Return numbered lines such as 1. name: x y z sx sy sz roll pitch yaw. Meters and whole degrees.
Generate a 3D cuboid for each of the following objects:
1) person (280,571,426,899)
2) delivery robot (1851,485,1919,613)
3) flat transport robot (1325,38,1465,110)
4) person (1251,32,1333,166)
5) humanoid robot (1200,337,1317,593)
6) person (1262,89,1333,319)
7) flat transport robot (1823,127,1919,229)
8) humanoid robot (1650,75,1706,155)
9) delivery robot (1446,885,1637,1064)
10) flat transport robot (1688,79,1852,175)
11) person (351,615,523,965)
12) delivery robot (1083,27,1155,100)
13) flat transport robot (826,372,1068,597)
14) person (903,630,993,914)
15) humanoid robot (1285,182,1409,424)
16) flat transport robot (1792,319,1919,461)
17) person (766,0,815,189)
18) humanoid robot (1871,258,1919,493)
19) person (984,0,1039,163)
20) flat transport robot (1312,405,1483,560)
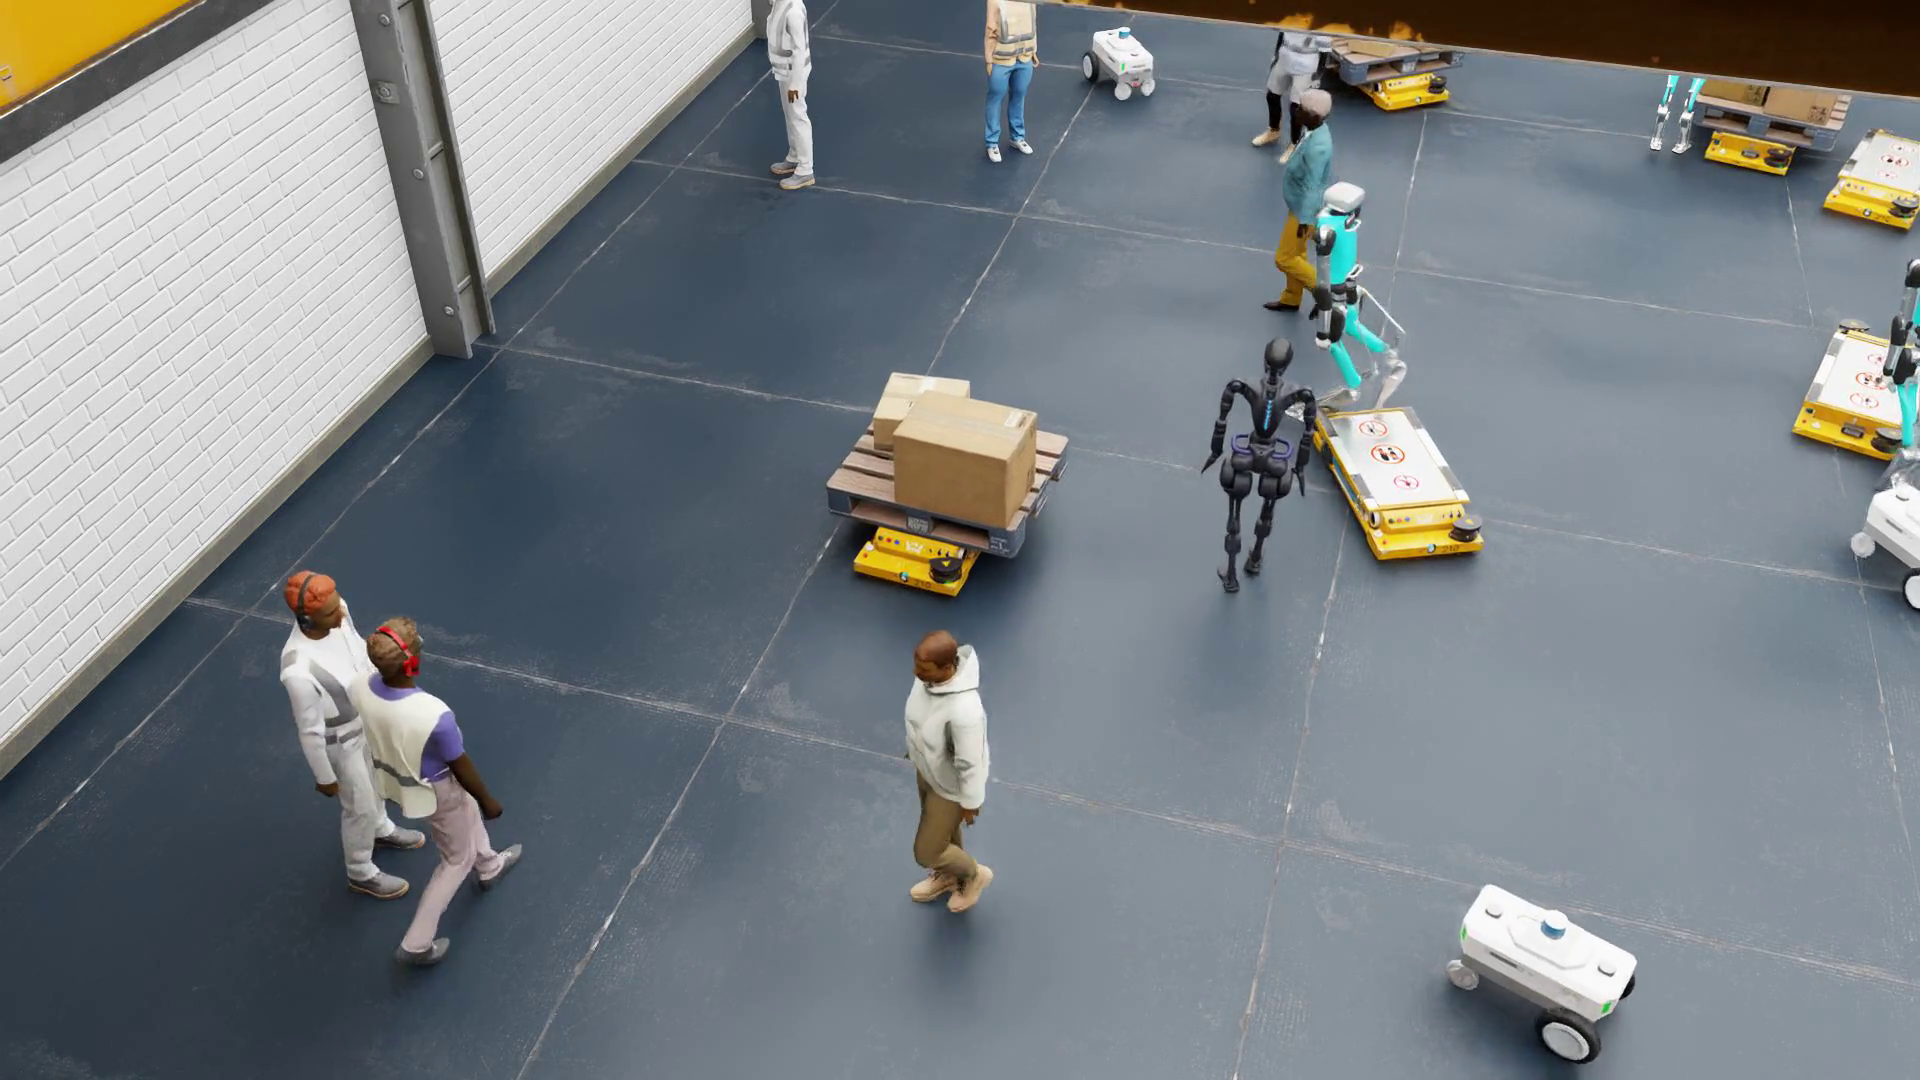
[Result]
1. person: -2.820 0.868 7.649 0.346 1.877 0.620 0 39 0
2. delivery robot: 5.687 0.047 9.733 0.499 0.614 0.790 -14 41 -17
3. flat transport robot: 3.870 -4.398 15.474 0.659 0.231 1.431 -14 41 -16
4. person: 2.792 -3.938 13.788 0.317 1.663 0.642 -27 46 -30
5. humanoid robot: 1.675 -0.446 9.439 0.601 1.648 0.417 7 39 9
6. person: 2.453 -2.336 11.730 0.447 1.740 0.547 5 39 6
7. flat transport robot: 7.676 -3.002 13.738 0.659 0.231 1.431 24 45 27
8. humanoid robot: 5.996 -3.960 13.653 0.533 1.676 0.735 20 43 23
9. delivery robot: 2.614 1.893 7.424 0.791 0.598 0.499 25 45 28
10. flat transport robot: 6.974 -3.588 14.467 0.659 0.231 1.431 20 43 23
11. person: -2.370 1.104 7.390 0.576 1.812 0.835 25 45 28
12. delivery robot: 1.496 -4.404 15.248 0.525 0.587 0.738 -12 40 -15
13. flat transport robot: -0.071 -0.215 10.272 0.659 0.231 1.431 14 41 17
14. person: -0.078 1.066 7.488 0.459 1.750 0.558 -17 42 -20
15. humanoid robot: 2.569 -1.372 10.554 0.937 1.754 0.531 21 43 24
16. flat transport robot: 6.162 -1.029 11.284 0.659 0.231 1.431 22 44 25
17. person: -1.374 -3.769 13.407 0.340 1.878 0.582 -11 40 -13
18. humanoid robot: 5.870 -0.937 10.024 0.558 1.798 0.729 3 39 4
19. person: 0.412 -4.030 13.850 0.486 1.728 0.362 -19 42 -22
20. flat transport robot: 2.725 -0.407 10.511 0.659 0.231 1.431 -5 39 -7
